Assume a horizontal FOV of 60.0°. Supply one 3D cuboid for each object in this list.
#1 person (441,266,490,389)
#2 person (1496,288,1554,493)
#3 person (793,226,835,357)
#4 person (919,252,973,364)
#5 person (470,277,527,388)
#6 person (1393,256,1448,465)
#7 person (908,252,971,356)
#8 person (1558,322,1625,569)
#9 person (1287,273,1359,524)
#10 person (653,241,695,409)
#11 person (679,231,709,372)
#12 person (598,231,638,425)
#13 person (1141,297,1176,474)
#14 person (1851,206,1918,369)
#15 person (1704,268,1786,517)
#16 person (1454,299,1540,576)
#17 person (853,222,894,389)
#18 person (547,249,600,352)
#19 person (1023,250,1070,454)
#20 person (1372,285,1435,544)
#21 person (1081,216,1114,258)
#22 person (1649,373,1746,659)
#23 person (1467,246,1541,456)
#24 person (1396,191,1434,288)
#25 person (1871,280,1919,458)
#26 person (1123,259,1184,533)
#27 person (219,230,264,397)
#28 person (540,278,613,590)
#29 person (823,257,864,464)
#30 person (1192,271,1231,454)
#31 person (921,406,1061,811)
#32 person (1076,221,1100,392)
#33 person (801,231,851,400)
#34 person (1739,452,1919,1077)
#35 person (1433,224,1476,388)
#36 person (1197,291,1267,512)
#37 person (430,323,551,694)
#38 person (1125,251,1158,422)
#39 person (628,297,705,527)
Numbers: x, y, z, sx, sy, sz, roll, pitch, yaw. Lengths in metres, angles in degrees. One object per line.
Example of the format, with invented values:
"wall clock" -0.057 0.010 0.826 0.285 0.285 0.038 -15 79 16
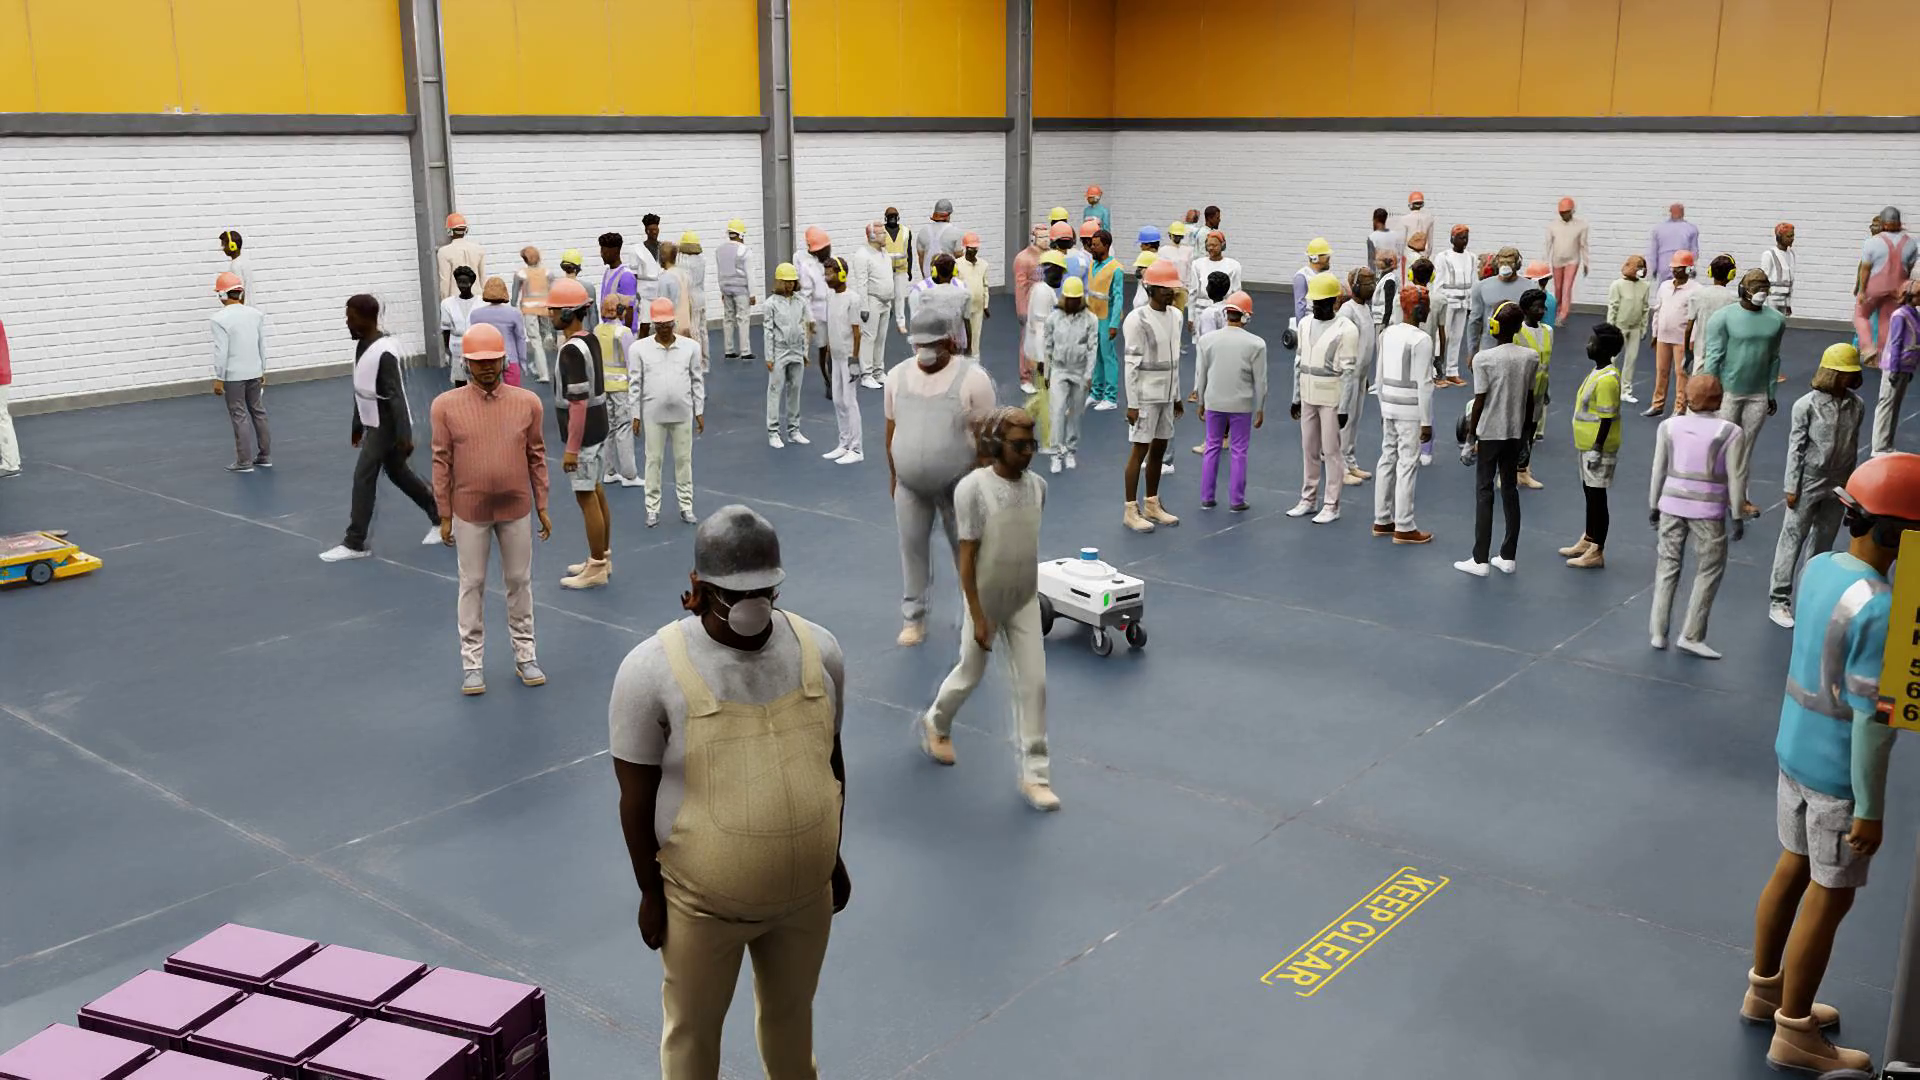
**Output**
"person" -4.756 -1.819 16.160 0.532 1.691 0.321 -1 14 -5
"person" 4.705 -1.239 13.823 0.540 1.696 0.316 -8 16 -29
"person" -1.861 -3.128 21.255 0.564 1.751 0.342 -1 14 -4
"person" -0.130 -1.715 15.374 0.510 1.872 0.329 -2 14 -7
"person" -4.288 -1.631 15.517 0.500 1.633 0.286 -2 14 -6
"person" 4.081 -1.593 14.888 0.532 1.869 0.311 -1 14 -2
"person" -0.180 -1.834 15.945 0.634 1.832 0.430 -7 16 -26
"person" 4.380 -0.652 11.473 0.318 1.700 0.534 3 14 11
"person" 2.772 -1.089 12.773 0.396 1.920 0.587 -9 17 -32
"person" -3.008 -2.191 17.357 0.405 1.830 0.518 4 15 15
"person" -3.277 -2.900 20.365 0.295 1.743 0.493 4 15 15
"person" -3.479 -2.158 16.969 0.376 1.958 0.603 -8 16 -30
"person" 1.743 -1.392 14.560 0.265 1.632 0.507 -3 14 -10
"person" 11.508 -3.154 20.777 0.686 2.000 0.538 0 14 1
"person" 6.065 -1.133 12.911 0.631 1.940 0.372 -3 14 -10
"person" 3.633 -0.687 11.256 0.514 1.876 0.328 -5 15 -18
"person" -0.966 -2.730 19.345 0.407 1.913 0.641 7 16 26
"person" -3.971 -2.111 17.169 0.526 1.768 0.314 1 14 4
"person" 0.730 -1.746 15.484 0.641 1.883 0.664 2 14 9
"person" 3.260 -0.914 12.147 0.348 1.882 0.584 -5 15 -20
"person" 1.632 -3.035 20.573 0.402 1.906 0.652 -6 15 -23
"person" 4.234 -0.141 9.595 0.342 1.634 0.539 -12 19 -41
"person" 4.960 -1.715 15.231 0.636 1.938 0.358 6 15 22
"person" 7.088 -4.438 25.999 0.609 1.996 0.383 -3 14 -13
"person" 8.567 -1.546 15.163 0.315 1.641 0.515 13 19 42
"person" 1.485 -1.082 12.493 0.393 2.041 0.614 14 19 43
"person" -8.044 -2.519 18.604 0.329 1.865 0.508 -3 14 -13
"person" -2.507 -0.687 10.911 0.394 2.044 0.609 0 14 0
"person" -1.064 -1.624 15.046 0.335 1.855 0.532 -10 17 -33
"person" 2.372 -1.639 15.423 0.318 1.697 0.535 10 17 34
"person" 0.149 0.264 7.603 0.503 1.816 0.914 -8 16 -28
"person" 1.466 -2.668 19.043 0.360 1.939 0.543 1 14 2
"person" -1.445 -2.408 18.127 0.544 1.873 0.970 -1 14 -6
"person" 2.836 0.719 5.319 0.405 2.034 0.608 2 14 8
"person" 5.748 -2.721 19.365 0.584 1.882 0.339 -7 16 -27
"person" 2.149 -1.086 13.130 0.573 1.738 0.352 7 16 25
"person" -2.508 -0.170 8.946 0.610 1.996 0.379 -7 15 -25
"person" 1.871 -2.033 16.848 0.302 1.772 0.533 -3 14 -11
"person" -2.220 -0.972 12.640 0.575 1.749 0.335 -4 15 -16
